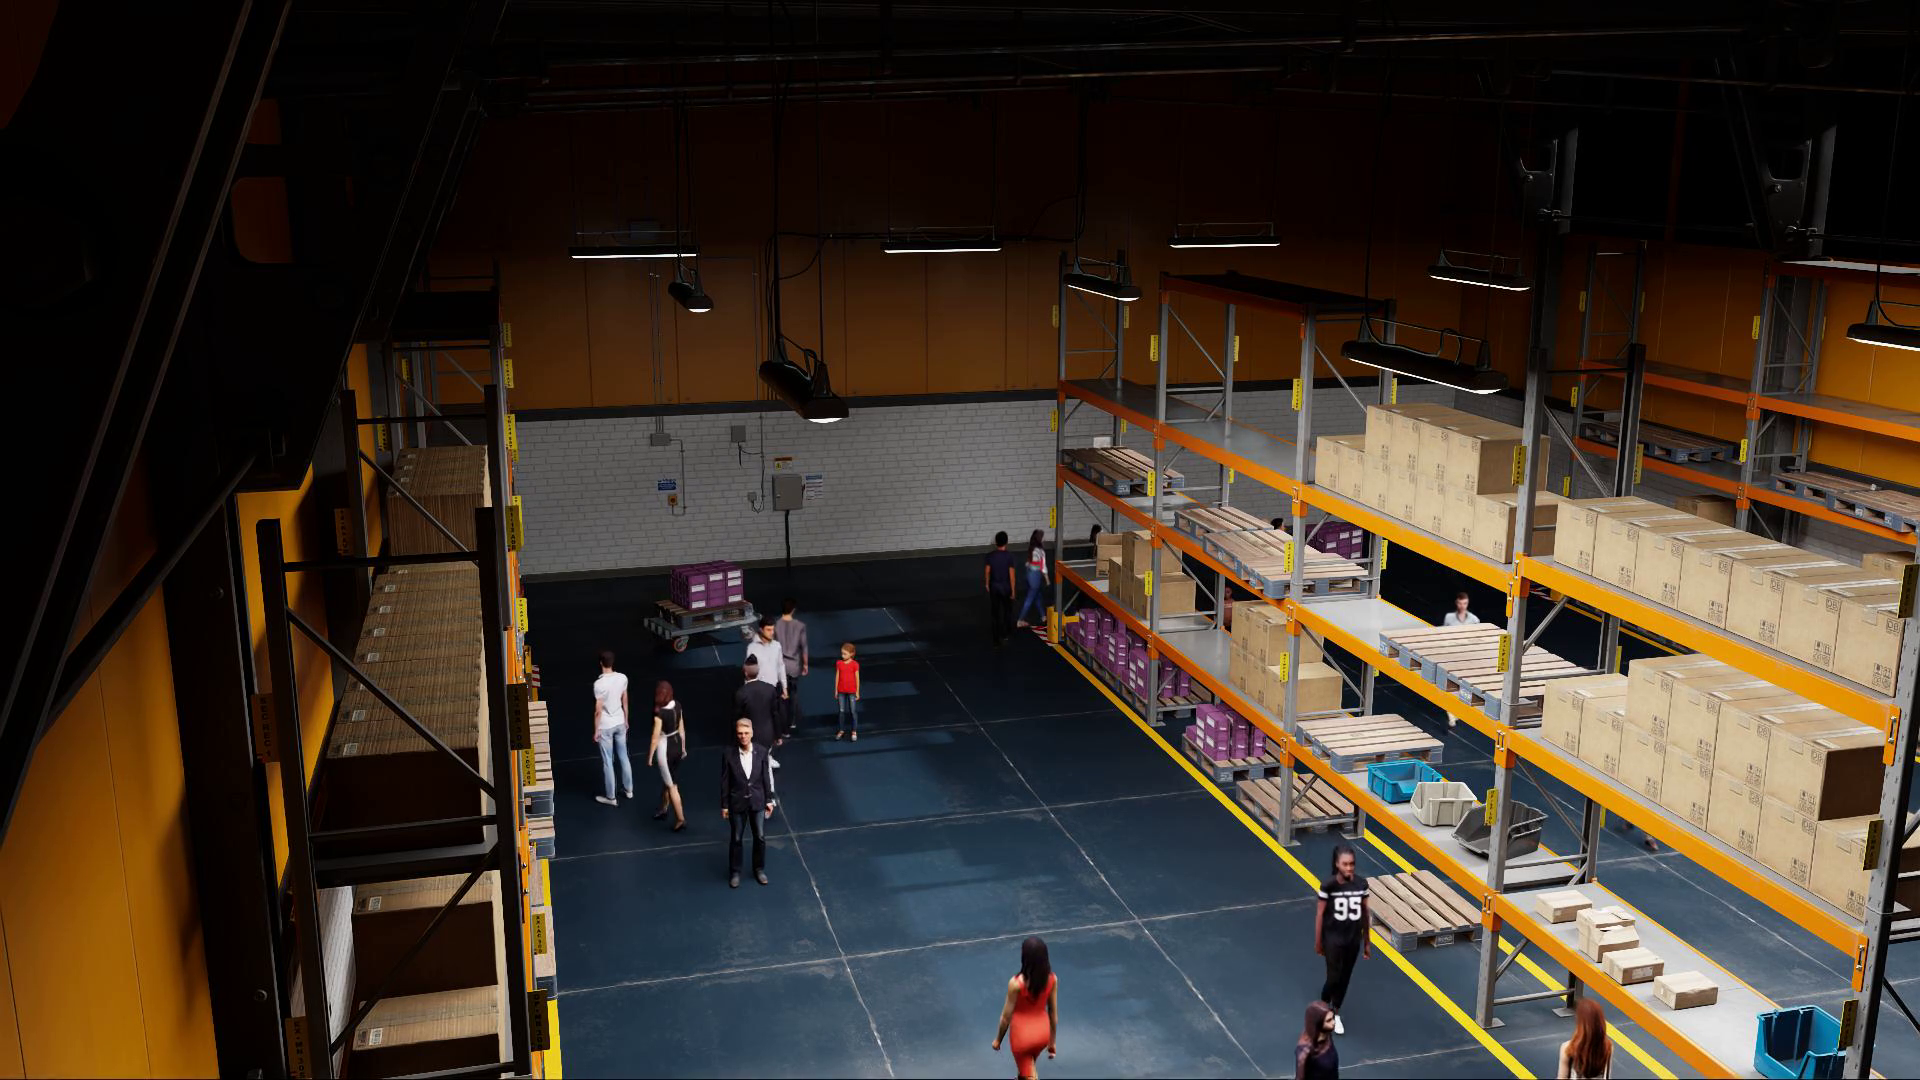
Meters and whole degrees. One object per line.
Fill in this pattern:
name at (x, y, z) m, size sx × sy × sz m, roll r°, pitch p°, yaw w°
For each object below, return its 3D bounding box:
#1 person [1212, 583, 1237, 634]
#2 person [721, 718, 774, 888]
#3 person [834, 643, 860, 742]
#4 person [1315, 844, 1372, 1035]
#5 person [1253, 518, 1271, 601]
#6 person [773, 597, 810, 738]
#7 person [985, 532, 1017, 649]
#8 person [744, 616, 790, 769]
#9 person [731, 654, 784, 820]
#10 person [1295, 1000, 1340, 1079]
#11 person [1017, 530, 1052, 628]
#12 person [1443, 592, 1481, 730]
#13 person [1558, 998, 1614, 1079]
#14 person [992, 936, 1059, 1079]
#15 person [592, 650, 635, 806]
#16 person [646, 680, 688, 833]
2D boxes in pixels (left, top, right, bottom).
person at (3.912, 1.248, 24.600) m, size 0.568 × 1.254 × 0.550 m, roll 0°, pitch 14°, yaw -1°
person at (-2.221, 2.711, 17.366) m, size 0.695 × 1.814 × 0.575 m, roll -3°, pitch 14°, yaw -13°
person at (-1.458, 1.950, 21.584) m, size 0.566 × 1.309 × 0.601 m, roll 3°, pitch 14°, yaw 12°
person at (3.300, 3.455, 14.501) m, size 0.619 × 1.717 × 0.629 m, roll -2°, pitch 14°, yaw -10°
person at (4.856, 0.483, 26.766) m, size 0.711 × 1.722 × 0.550 m, roll -9°, pitch 16°, yaw -32°
person at (-2.231, 1.676, 21.617) m, size 0.745 × 1.827 × 0.742 m, roll -6°, pitch 15°, yaw -22°
person at (0.599, 0.787, 25.420) m, size 0.929 × 1.763 × 1.052 m, roll 3°, pitch 14°, yaw 11°
person at (-2.523, 1.851, 20.747) m, size 1.073 × 1.895 × 0.958 m, roll 13°, pitch 19°, yaw 43°
person at (-2.266, 2.263, 18.944) m, size 0.812 × 1.943 × 0.760 m, roll -7°, pitch 15°, yaw -28°
person at (2.543, 4.095, 12.169) m, size 1.123 × 1.570 × 1.045 m, roll 8°, pitch 16°, yaw 31°
person at (1.115, 0.643, 26.418) m, size 0.749 × 1.573 × 0.920 m, roll -7°, pitch 15°, yaw -26°
person at (6.639, 1.564, 22.114) m, size 0.990 × 1.809 × 1.239 m, roll 2°, pitch 14°, yaw 9°
person at (4.460, 4.077, 11.922) m, size 0.580 × 1.721 × 0.511 m, roll -3°, pitch 14°, yaw -11°
person at (0.574, 3.902, 12.756) m, size 0.819 × 1.670 × 1.181 m, roll -8°, pitch 16°, yaw -30°
person at (-4.077, 2.180, 19.478) m, size 0.767 × 1.852 × 0.739 m, roll 10°, pitch 17°, yaw 35°
person at (-3.183, 2.435, 18.566) m, size 0.935 × 1.786 × 0.879 m, roll 8°, pitch 16°, yaw 29°
